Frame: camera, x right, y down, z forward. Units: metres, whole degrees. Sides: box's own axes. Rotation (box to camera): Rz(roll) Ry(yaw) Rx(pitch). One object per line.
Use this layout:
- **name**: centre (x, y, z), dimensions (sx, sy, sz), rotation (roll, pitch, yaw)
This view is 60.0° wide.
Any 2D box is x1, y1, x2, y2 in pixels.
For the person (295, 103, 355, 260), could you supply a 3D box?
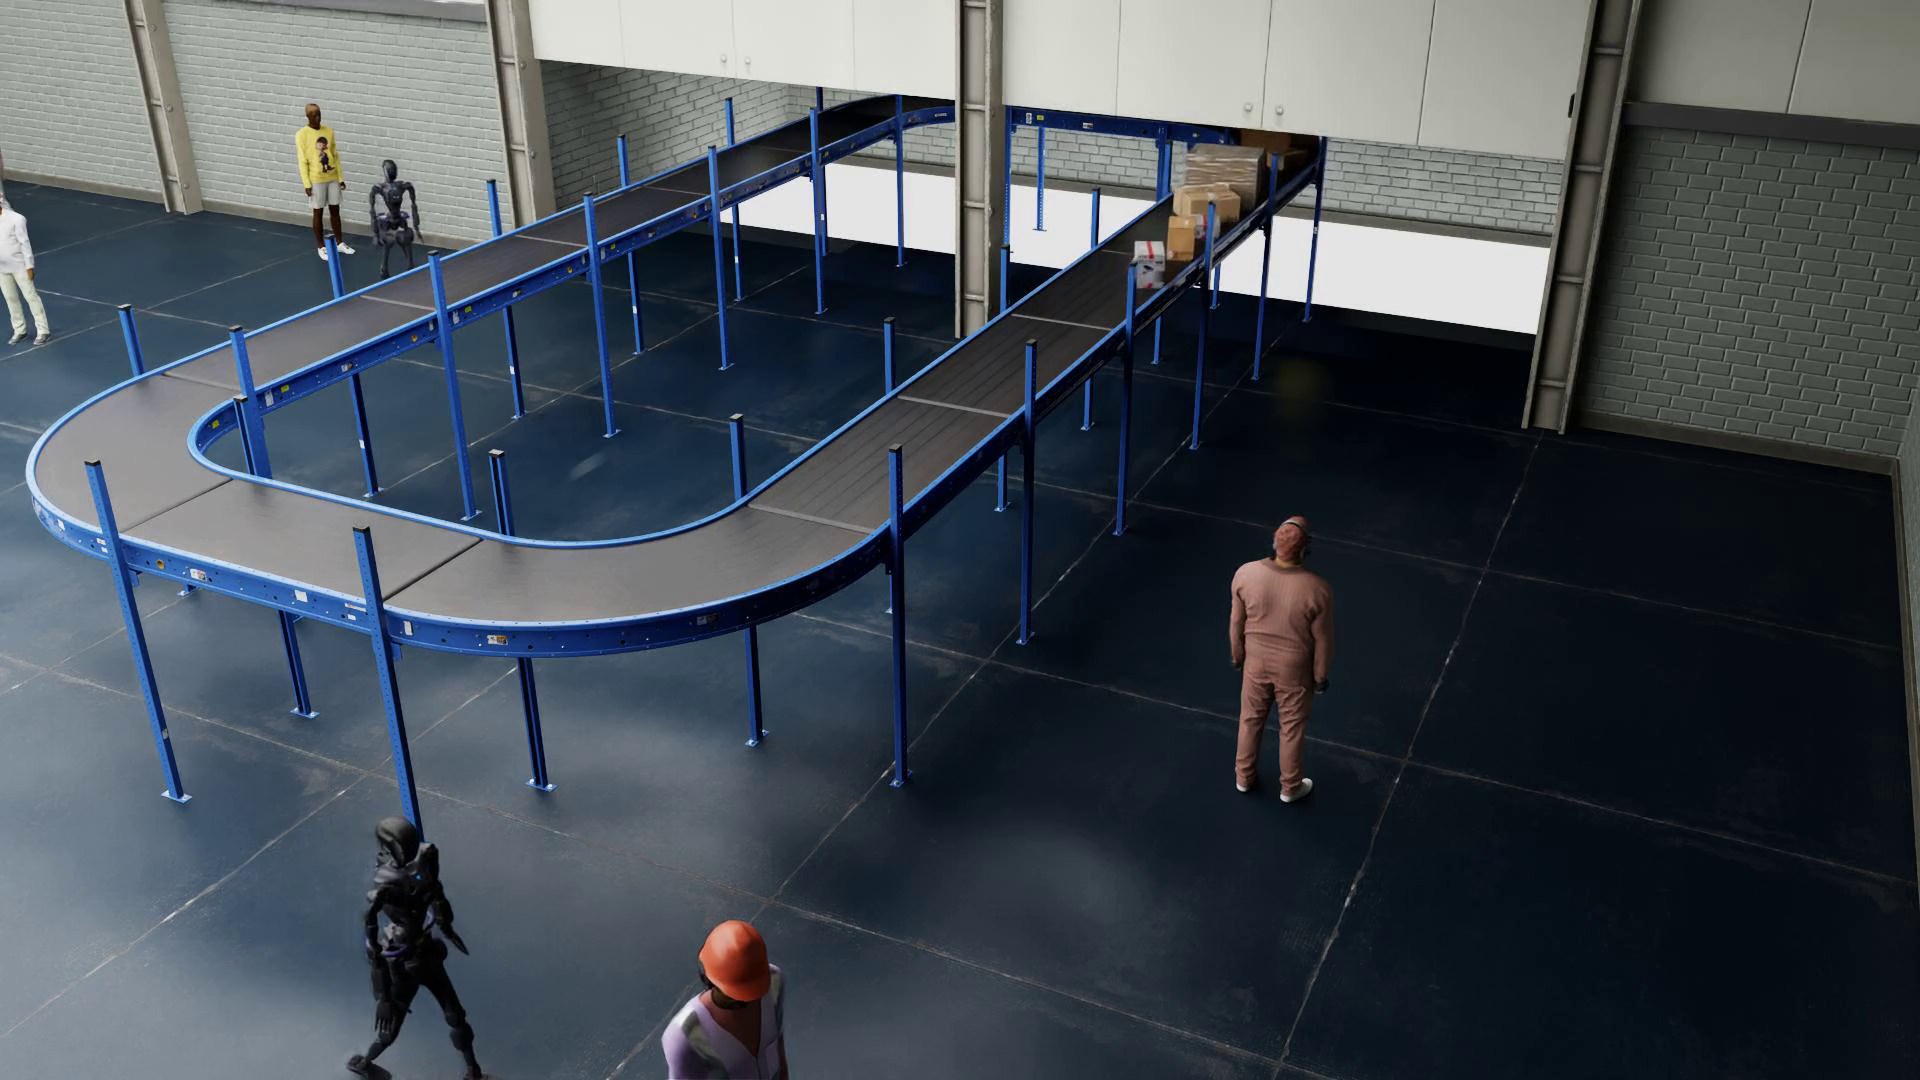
- **person**: centre (-7.895, -4.449, 20.614), dimensions (0.385, 1.897, 0.558), rotation (20, 32, 34)

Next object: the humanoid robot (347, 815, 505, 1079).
- **humanoid robot**: centre (-2.658, 1.986, 7.957), dimensions (0.794, 1.634, 0.611), rotation (9, 28, 17)

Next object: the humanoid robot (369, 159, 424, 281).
- **humanoid robot**: centre (-6.503, -3.565, 19.083), dimensions (0.595, 1.646, 0.468), rotation (-19, 32, -33)

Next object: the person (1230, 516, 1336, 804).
- **person**: centre (1.963, 0.736, 10.153), dimensions (0.642, 1.907, 0.412), rotation (13, 29, 25)

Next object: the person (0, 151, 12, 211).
- **person**: centre (-12.237, -4.583, 20.851), dimensions (0.373, 1.926, 0.626), rotation (6, 27, 12)

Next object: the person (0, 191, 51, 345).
- **person**: centre (-10.135, -2.935, 17.730), dimensions (0.561, 1.745, 0.345), rotation (3, 27, 6)

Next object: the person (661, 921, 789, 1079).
- **person**: centre (-0.878, 2.367, 6.725), dimensions (0.388, 2.034, 0.604), rotation (19, 32, 34)
